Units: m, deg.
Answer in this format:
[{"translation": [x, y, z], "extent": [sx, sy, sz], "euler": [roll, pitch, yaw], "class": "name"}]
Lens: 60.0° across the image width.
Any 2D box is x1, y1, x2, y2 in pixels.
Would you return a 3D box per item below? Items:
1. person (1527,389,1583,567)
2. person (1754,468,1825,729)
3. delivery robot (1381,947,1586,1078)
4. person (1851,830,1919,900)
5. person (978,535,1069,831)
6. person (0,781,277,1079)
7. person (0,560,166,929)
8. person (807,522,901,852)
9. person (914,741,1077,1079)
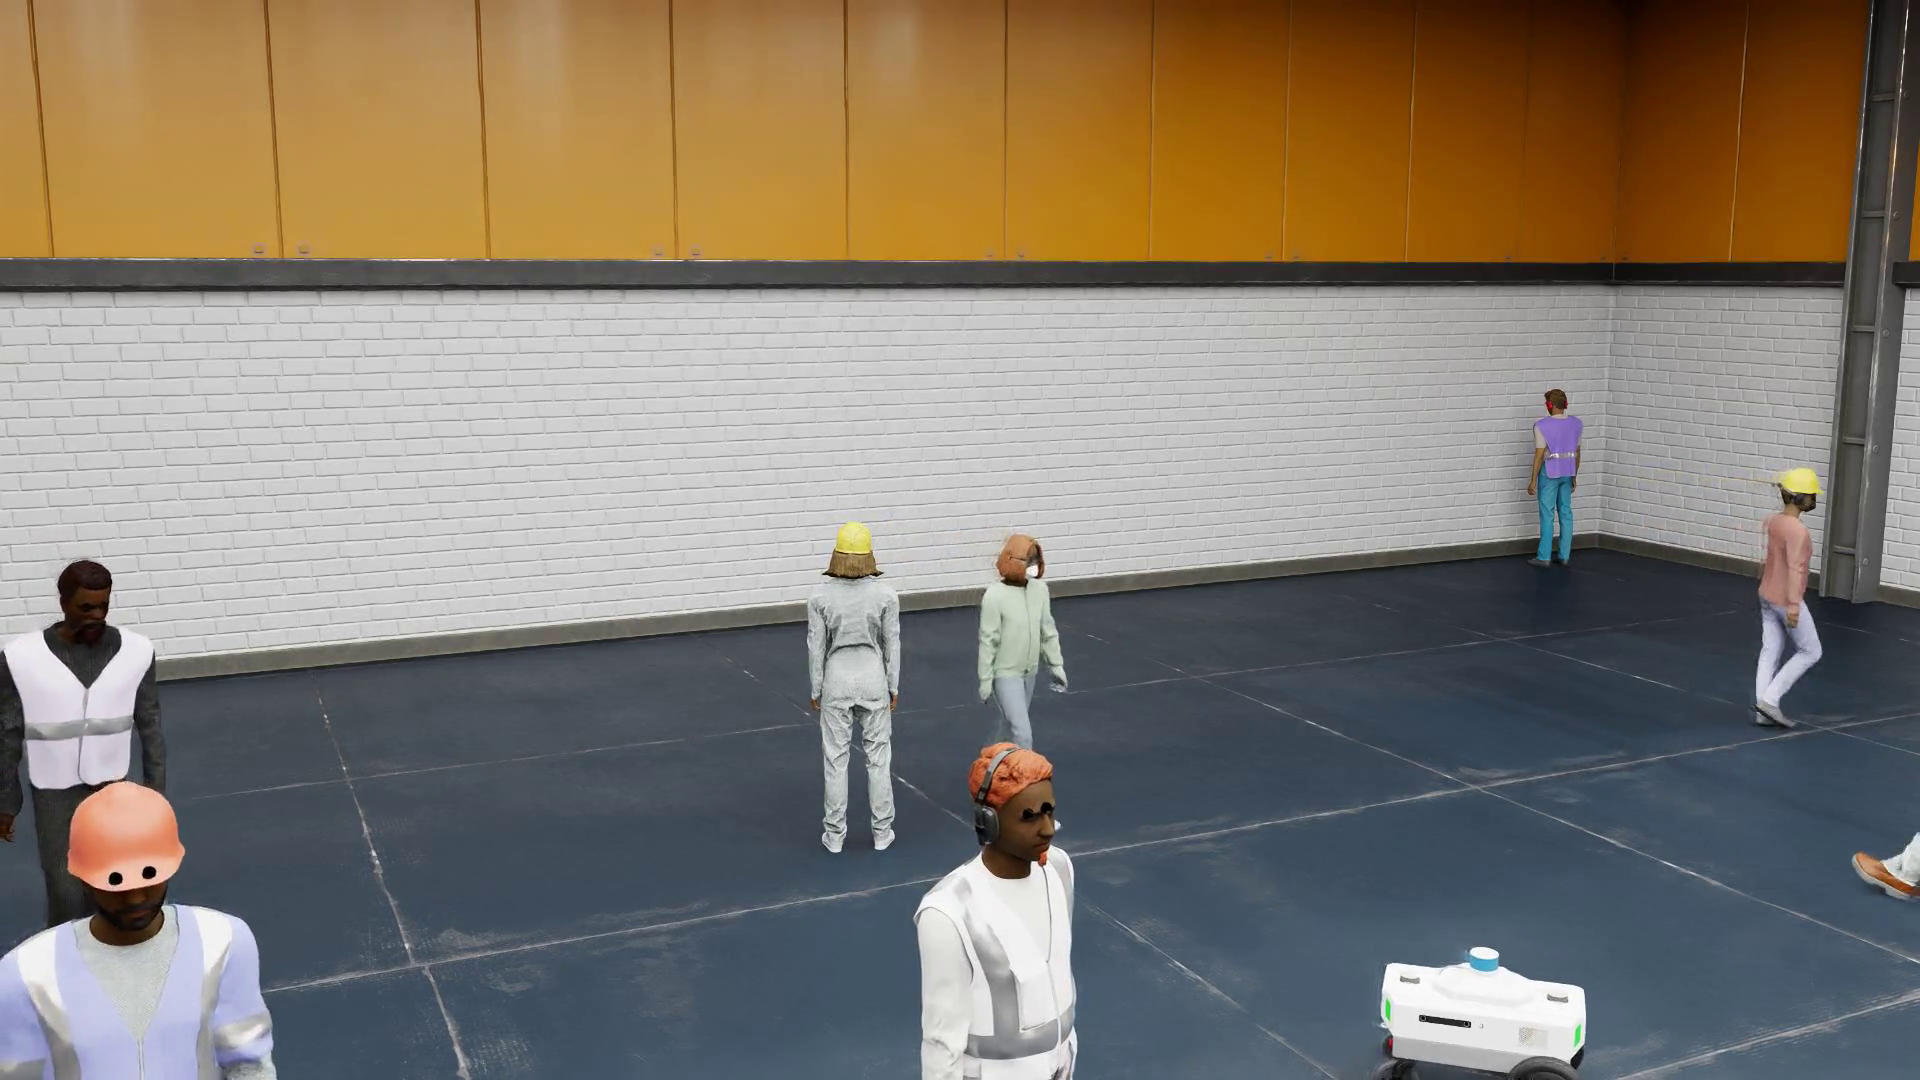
[{"translation": [6.121, -0.629, 17.099], "extent": [0.563, 1.838, 0.390], "euler": [-3, 10, -18], "class": "person"}, {"translation": [5.481, 0.397, 10.976], "extent": [0.371, 1.750, 0.547], "euler": [1, 9, 6], "class": "person"}, {"translation": [1.908, 1.738, 6.091], "extent": [0.707, 0.478, 0.477], "euler": [3, 10, 18], "class": "delivery robot"}, {"translation": [4.825, 0.855, 7.766], "extent": [0.652, 1.878, 1.027], "euler": [-6, 11, -33], "class": "person"}, {"translation": [0.388, 0.772, 9.112], "extent": [0.757, 1.600, 0.521], "euler": [8, 12, 41], "class": "person"}, {"translation": [-1.809, 1.484, 3.733], "extent": [0.584, 1.917, 0.623], "euler": [-7, 11, -35], "class": "person"}, {"translation": [-3.497, 1.022, 6.686], "extent": [0.619, 1.885, 0.725], "euler": [-9, 12, -43], "class": "person"}, {"translation": [-0.553, 0.769, 8.717], "extent": [0.488, 1.744, 0.296], "euler": [-1, 9, -6], "class": "person"}, {"translation": [0.118, 1.428, 4.191], "extent": [0.342, 1.882, 0.587], "euler": [6, 11, 35], "class": "person"}]
